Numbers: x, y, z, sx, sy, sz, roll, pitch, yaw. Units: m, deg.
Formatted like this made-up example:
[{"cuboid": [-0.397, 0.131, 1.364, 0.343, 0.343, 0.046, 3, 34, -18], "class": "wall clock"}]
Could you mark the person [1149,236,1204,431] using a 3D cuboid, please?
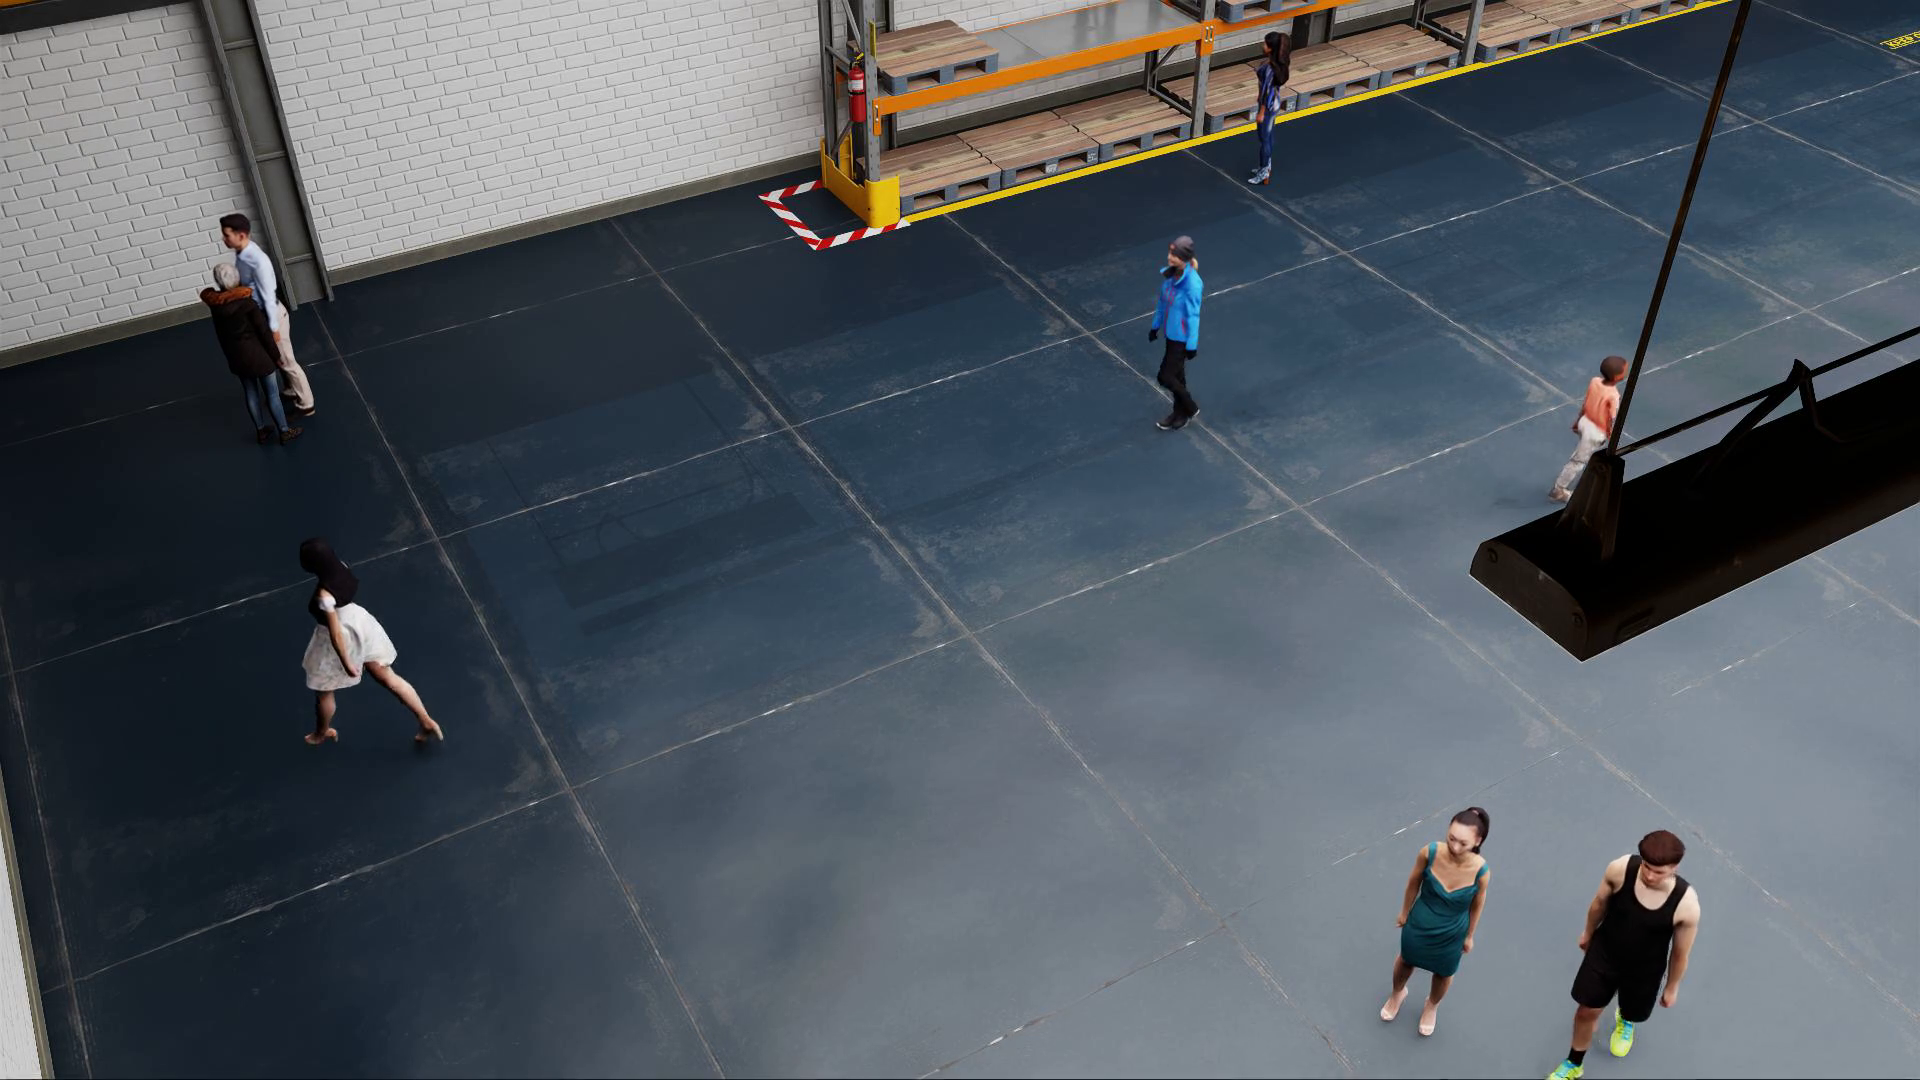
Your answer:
[{"cuboid": [1.851, -1.650, 13.407, 0.732, 1.780, 0.705, -10, 40, -12], "class": "person"}]

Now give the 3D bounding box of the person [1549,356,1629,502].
[{"cuboid": [4.809, -0.831, 12.780, 0.926, 1.283, 0.692, -7, 39, -9], "class": "person"}]

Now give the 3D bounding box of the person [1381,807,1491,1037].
[{"cuboid": [2.549, 2.047, 8.853, 0.624, 1.686, 0.641, 17, 42, 20], "class": "person"}]

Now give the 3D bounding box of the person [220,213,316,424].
[{"cuboid": [-5.656, -1.826, 13.578, 0.619, 1.842, 0.667, -27, 46, -30], "class": "person"}]

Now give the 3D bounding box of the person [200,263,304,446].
[{"cuboid": [-5.685, -1.490, 13.322, 0.735, 1.635, 0.808, 6, 39, 7], "class": "person"}]

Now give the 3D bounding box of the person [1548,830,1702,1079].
[{"cuboid": [3.502, 2.123, 8.613, 0.912, 1.868, 1.089, 25, 45, 28], "class": "person"}]

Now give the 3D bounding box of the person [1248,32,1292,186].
[{"cuboid": [3.154, -4.425, 17.014, 0.753, 1.614, 0.673, 14, 41, 17], "class": "person"}]

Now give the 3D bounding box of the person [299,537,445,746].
[{"cuboid": [-3.776, 0.686, 10.526, 1.217, 1.725, 1.073, 4, 39, 5], "class": "person"}]
